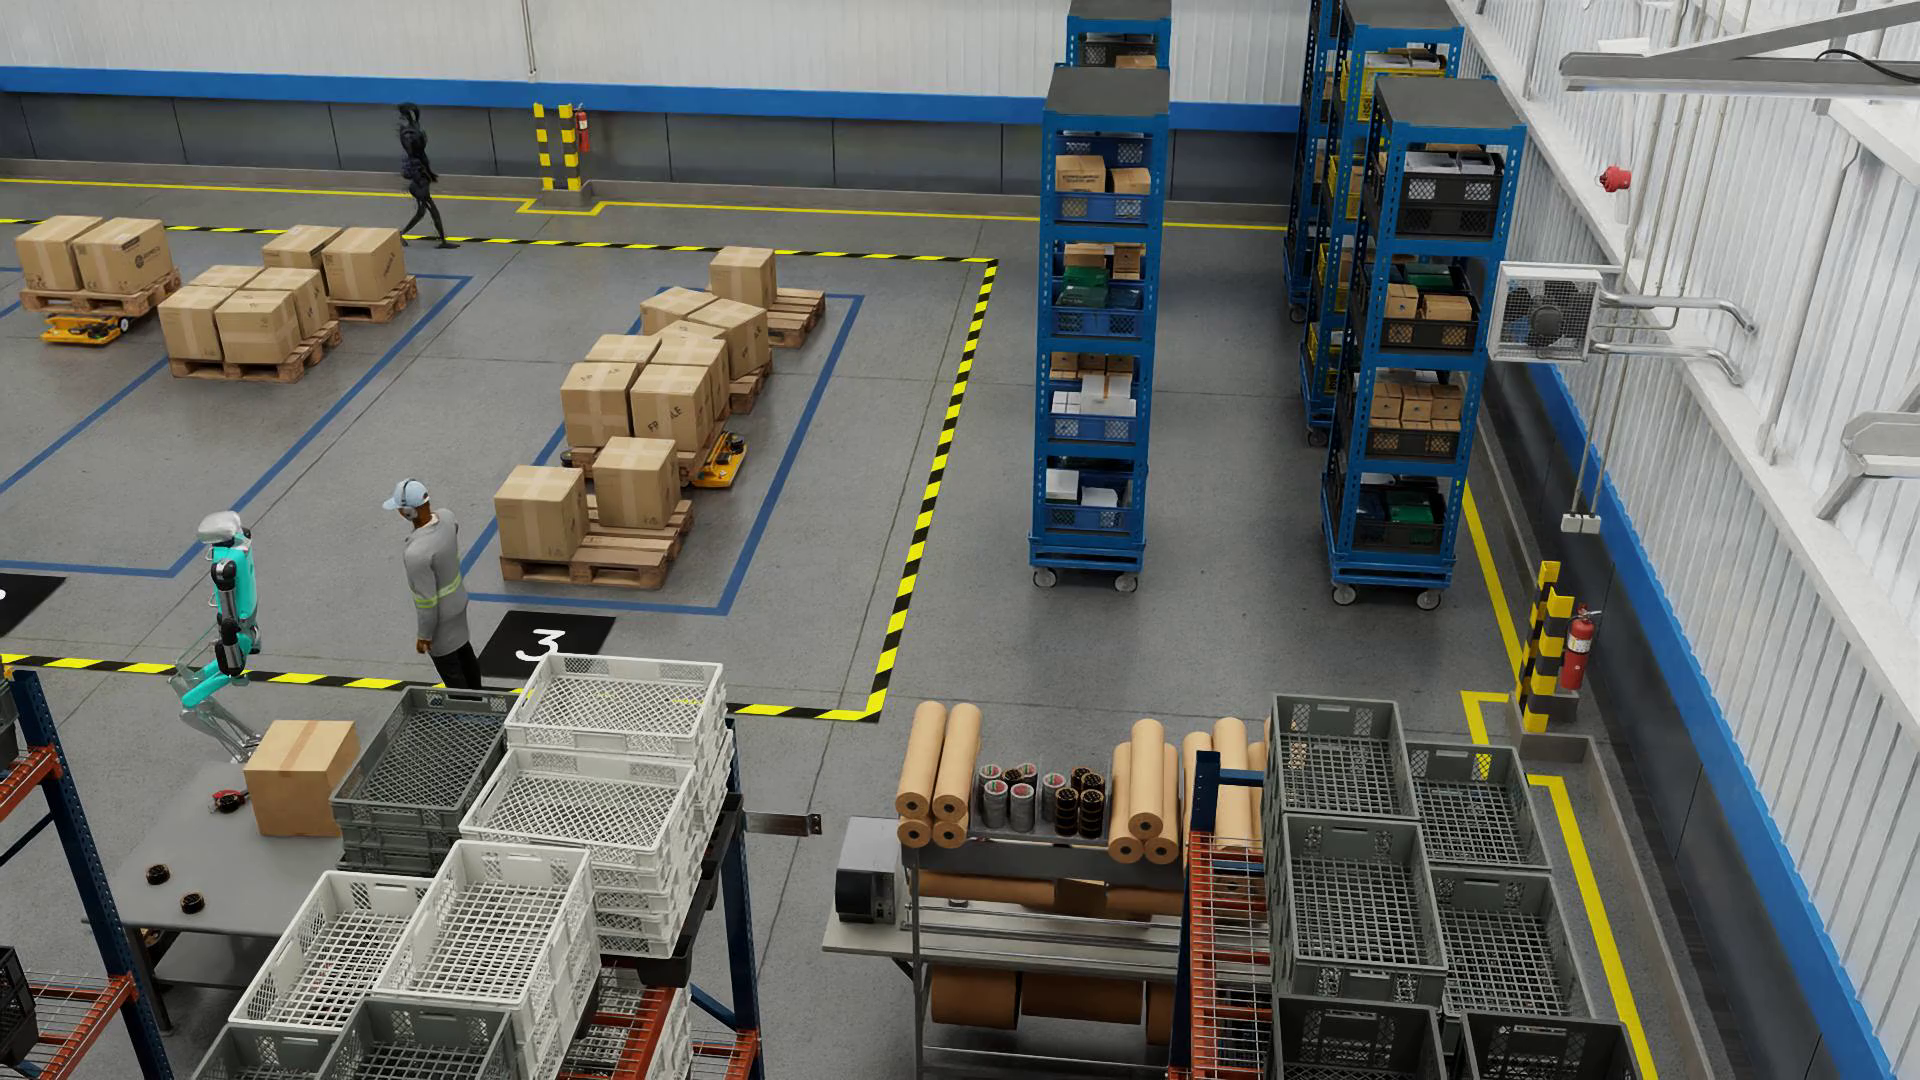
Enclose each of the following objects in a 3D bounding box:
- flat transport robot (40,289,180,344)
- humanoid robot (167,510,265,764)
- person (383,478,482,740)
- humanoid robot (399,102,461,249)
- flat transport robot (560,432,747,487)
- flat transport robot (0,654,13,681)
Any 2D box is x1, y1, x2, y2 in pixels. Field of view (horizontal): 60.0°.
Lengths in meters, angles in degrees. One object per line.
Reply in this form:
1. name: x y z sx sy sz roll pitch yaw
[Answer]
1. flat transport robot: -8.510 -2.340 16.664 0.652 0.197 1.431 3 30 6
2. humanoid robot: -4.523 0.617 10.021 0.735 1.677 0.533 -5 31 -8
3. person: -3.266 0.437 10.353 0.396 1.847 0.588 2 30 4
4. humanoid robot: -5.940 -3.960 18.120 0.729 1.650 0.608 -2 30 -3
5. flat transport robot: -2.554 -0.707 13.861 1.431 0.197 0.652 3 30 6
6. flat transport robot: -7.142 0.969 11.010 1.431 0.231 0.659 3 30 6
